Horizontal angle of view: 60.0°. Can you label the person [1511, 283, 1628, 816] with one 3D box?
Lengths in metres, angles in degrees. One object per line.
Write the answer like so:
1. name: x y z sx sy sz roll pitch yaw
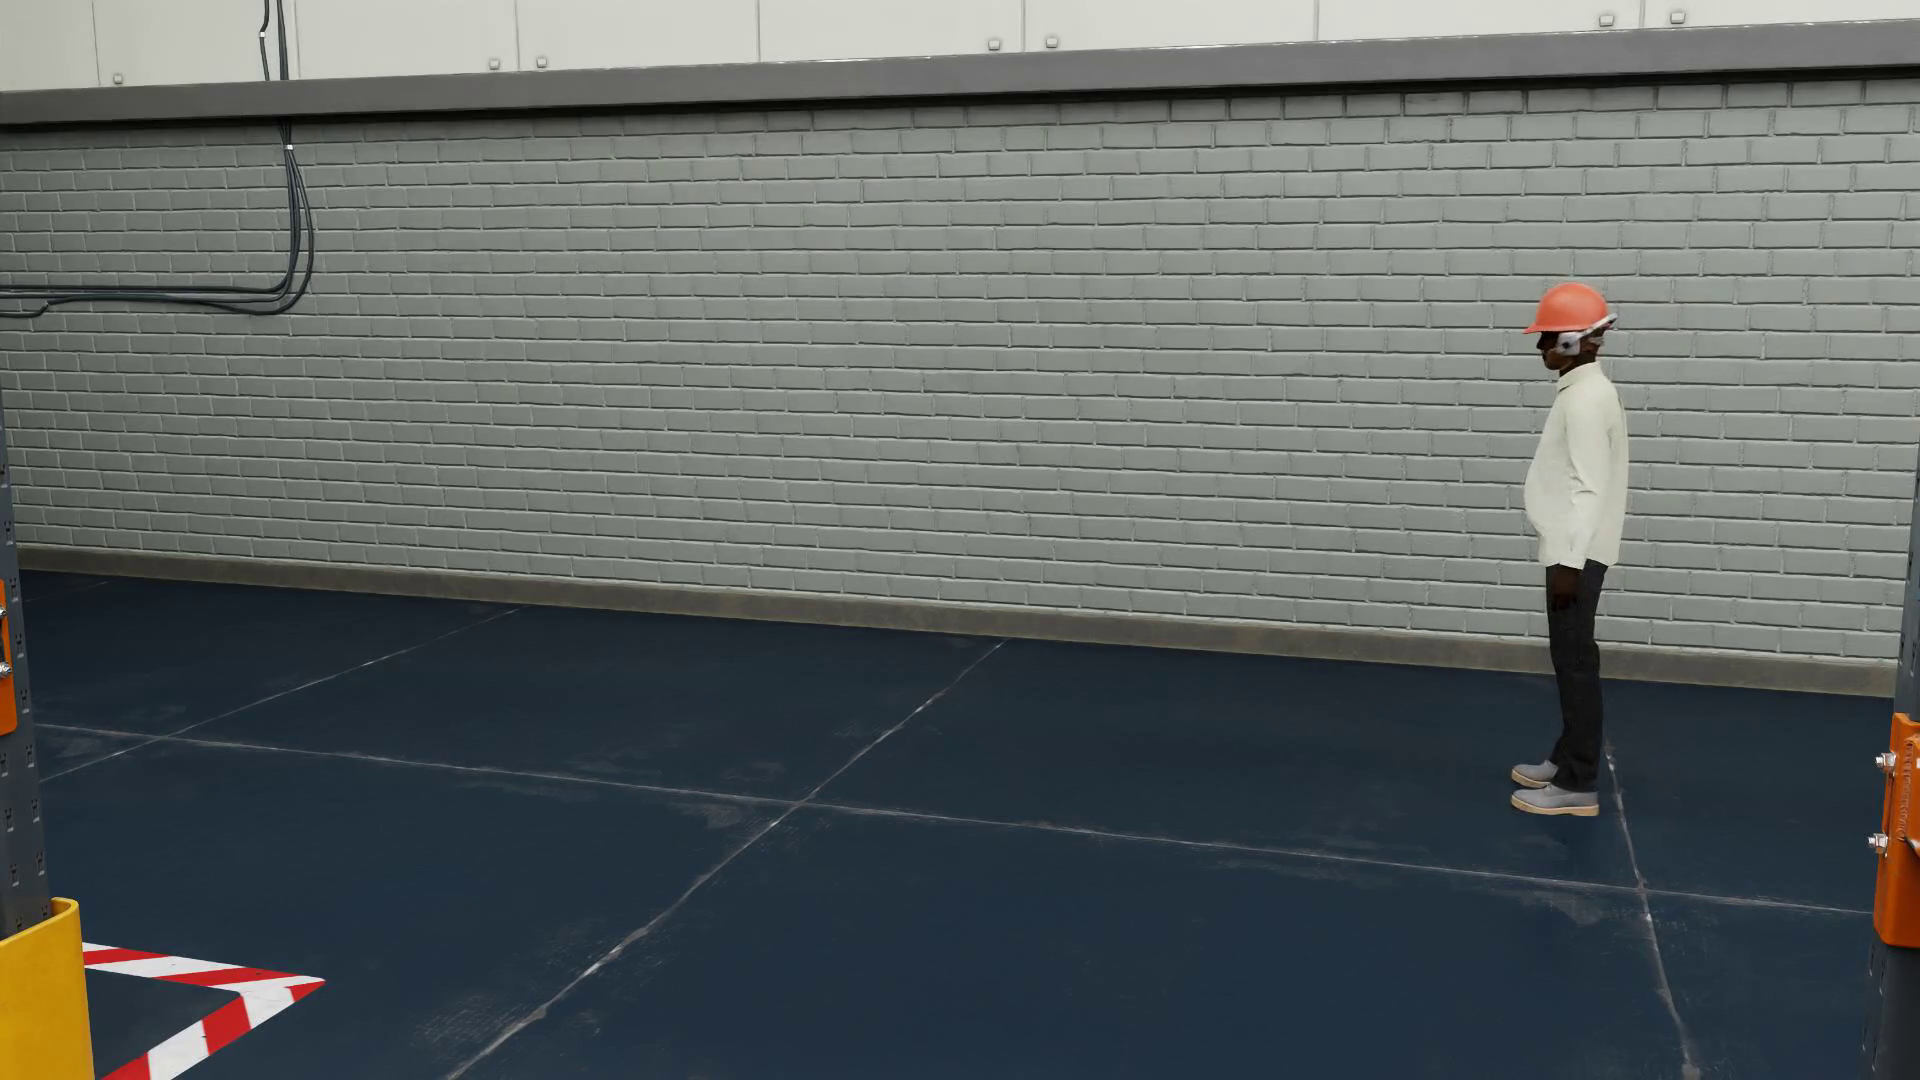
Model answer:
1. person: 2.282 0.037 6.261 0.398 1.989 0.621 4 10 20
